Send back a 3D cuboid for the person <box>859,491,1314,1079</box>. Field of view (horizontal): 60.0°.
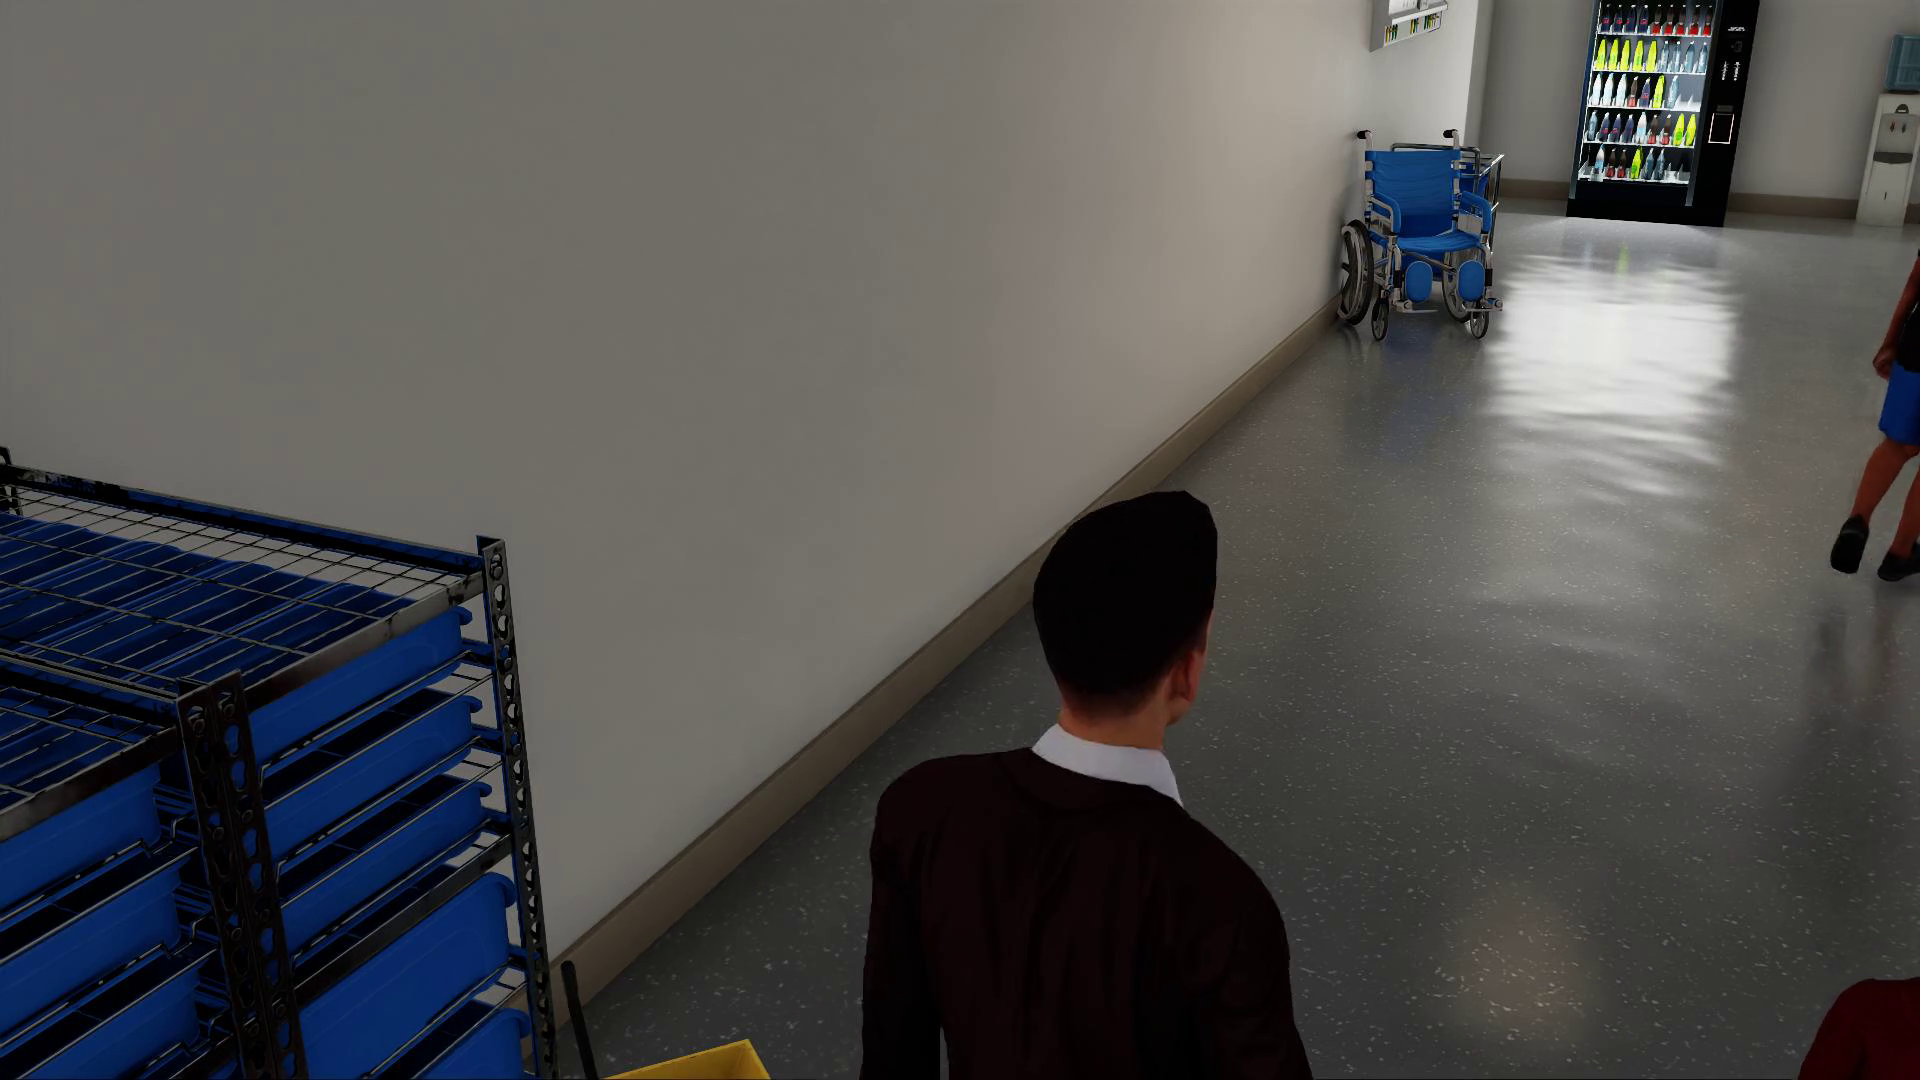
[{"bbox_3d":[0.078,0.883,1.888,1.119,1.829,0.960,18,27,39],"label":"person"}]

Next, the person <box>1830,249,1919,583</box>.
[{"bbox_3d":[3.538,-0.636,5.986,0.957,1.767,0.969,-18,27,-39],"label":"person"}]
